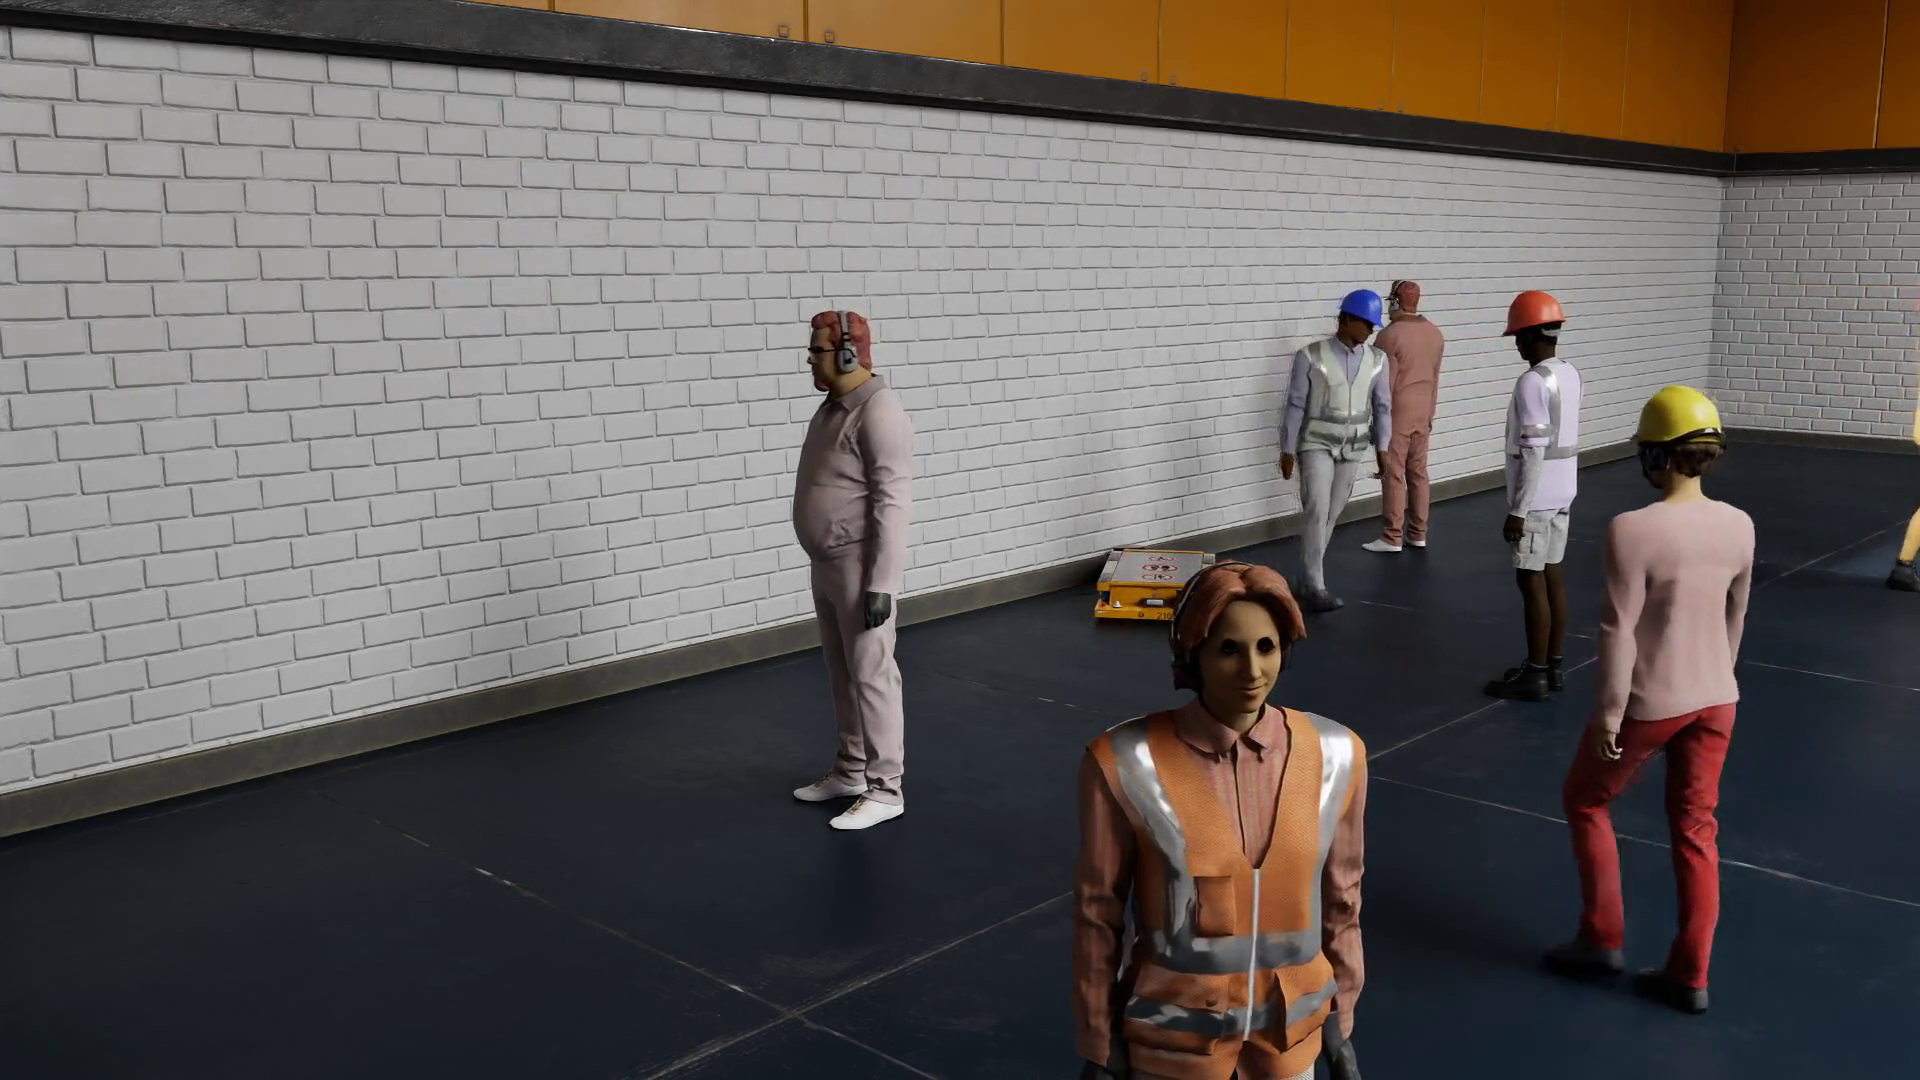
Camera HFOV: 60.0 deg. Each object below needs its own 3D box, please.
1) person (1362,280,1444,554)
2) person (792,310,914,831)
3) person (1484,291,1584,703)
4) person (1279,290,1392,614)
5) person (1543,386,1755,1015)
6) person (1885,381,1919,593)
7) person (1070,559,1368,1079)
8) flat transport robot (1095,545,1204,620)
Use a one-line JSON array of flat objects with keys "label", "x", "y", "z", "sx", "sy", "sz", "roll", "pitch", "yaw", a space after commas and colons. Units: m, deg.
[{"label": "person", "x": 3.076, "y": -0.860, "z": 11.659, "sx": 0.652, "sy": 1.906, "sz": 0.403, "roll": -7, "pitch": 12, "yaw": -36}, {"label": "person", "x": -0.419, "y": 0.109, "z": 6.148, "sx": 0.403, "sy": 1.904, "sz": 0.651, "roll": -5, "pitch": 11, "yaw": -24}, {"label": "person", "x": 2.694, "y": -0.201, "z": 7.846, "sx": 0.384, "sy": 1.926, "sz": 0.549, "roll": 8, "pitch": 13, "yaw": 39}, {"label": "person", "x": 2.229, "y": -0.512, "z": 9.747, "sx": 0.641, "sy": 1.879, "sz": 0.927, "roll": -2, "pitch": 10, "yaw": -14}, {"label": "person", "x": 1.948, "y": 0.438, "z": 4.720, "sx": 0.543, "sy": 1.745, "sz": 0.599, "roll": -3, "pitch": 11, "yaw": -19}, {"label": "person", "x": 6.090, "y": -0.626, "z": 10.277, "sx": 0.386, "sy": 1.945, "sz": 0.545, "roll": 5, "pitch": 11, "yaw": 28}, {"label": "person", "x": 0.423, "y": 0.839, "z": 2.747, "sx": 0.512, "sy": 1.641, "sz": 0.307, "roll": -2, "pitch": 10, "yaw": -14}, {"label": "flat transport robot", "x": 1.199, "y": 0.245, "z": 10.019, "sx": 0.652, "sy": 0.197, "sz": 1.431, "roll": 2, "pitch": 10, "yaw": 10}]
